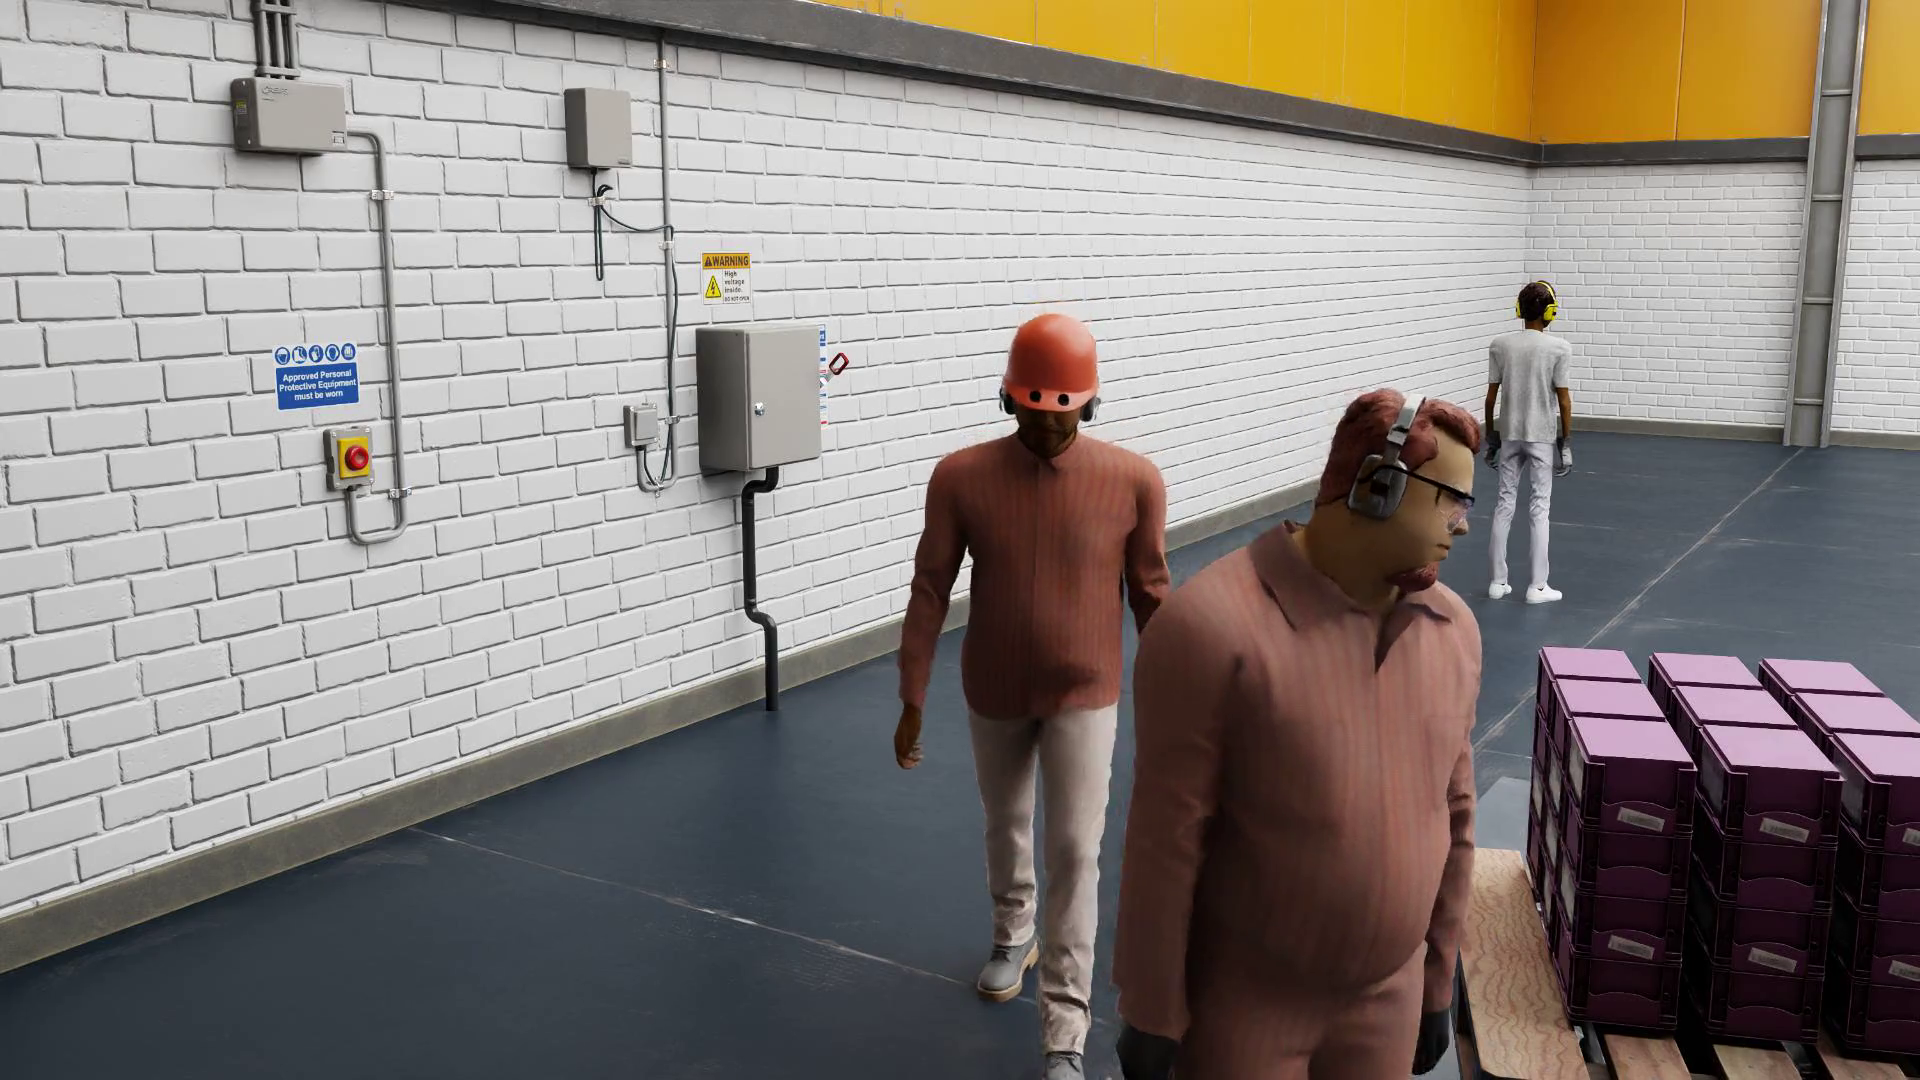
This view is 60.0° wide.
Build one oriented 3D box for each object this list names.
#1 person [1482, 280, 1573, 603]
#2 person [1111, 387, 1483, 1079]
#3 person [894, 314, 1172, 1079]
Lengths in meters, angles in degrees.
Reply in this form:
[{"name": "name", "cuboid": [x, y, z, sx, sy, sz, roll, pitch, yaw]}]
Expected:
[{"name": "person", "cuboid": [3.308, -0.566, 9.680, 0.531, 1.870, 0.317, 8, 13, 39]}, {"name": "person", "cuboid": [0.537, 0.691, 2.681, 0.677, 1.881, 0.501, -5, 11, -24]}, {"name": "person", "cuboid": [0.194, 0.391, 4.238, 0.699, 1.920, 1.057, 1, 10, 7]}]
